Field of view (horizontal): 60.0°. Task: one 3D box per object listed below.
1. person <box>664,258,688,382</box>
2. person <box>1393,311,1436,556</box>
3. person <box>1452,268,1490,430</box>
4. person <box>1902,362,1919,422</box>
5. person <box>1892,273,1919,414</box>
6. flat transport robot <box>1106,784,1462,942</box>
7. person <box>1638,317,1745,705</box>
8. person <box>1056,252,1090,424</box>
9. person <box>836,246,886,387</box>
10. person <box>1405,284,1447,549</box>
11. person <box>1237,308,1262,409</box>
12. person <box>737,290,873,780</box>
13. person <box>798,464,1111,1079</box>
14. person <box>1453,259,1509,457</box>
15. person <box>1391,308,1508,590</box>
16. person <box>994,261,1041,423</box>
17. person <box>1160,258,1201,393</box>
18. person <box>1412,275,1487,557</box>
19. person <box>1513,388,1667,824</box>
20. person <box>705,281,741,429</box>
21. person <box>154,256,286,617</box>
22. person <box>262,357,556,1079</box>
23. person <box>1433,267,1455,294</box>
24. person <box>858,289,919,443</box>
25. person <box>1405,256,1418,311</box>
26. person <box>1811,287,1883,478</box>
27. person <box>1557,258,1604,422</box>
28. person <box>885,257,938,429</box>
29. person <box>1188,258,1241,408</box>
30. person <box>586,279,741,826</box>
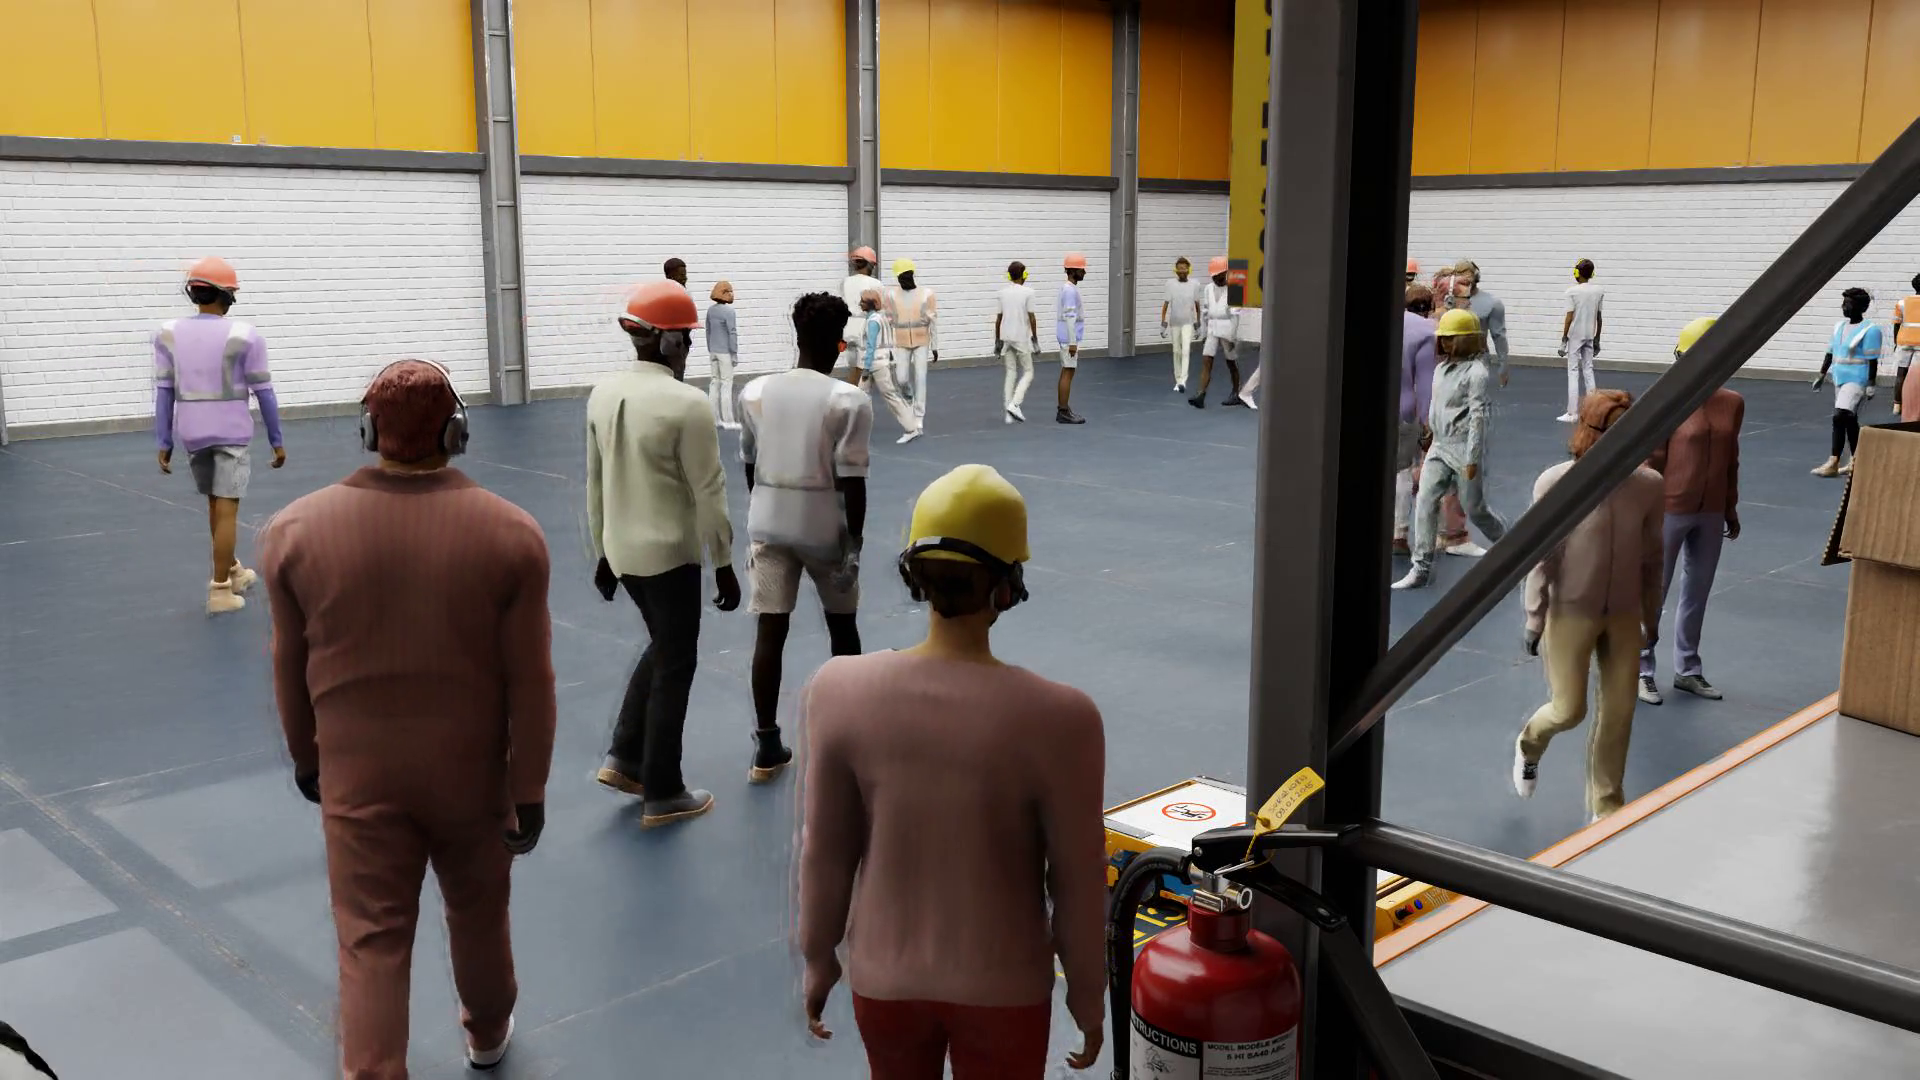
[{"bbox_3d":[-2.826,-1.796,16.298,0.385,1.911,0.589,0,10,2],"label":"person"},{"bbox_3d":[2.747,-0.796,10.817,0.641,1.916,0.621,2,11,13],"label":"person"},{"bbox_3d":[5.278,-2.038,17.975,0.950,1.781,0.615,-3,11,-14],"label":"person"},{"bbox_3d":[4.136,-0.117,6.904,0.626,1.992,0.387,-5,11,-25],"label":"person"},{"bbox_3d":[11.344,-2.322,19.743,0.321,1.696,0.537,-10,14,-42],"label":"person"},{"bbox_3d":[1.022,1.042,5.290,0.652,0.197,1.431,-10,14,-44],"label":"flat transport robot"},{"bbox_3d":[3.333,-0.128,7.592,0.533,1.767,0.312,-3,11,-15],"label":"person"},{"bbox_3d":[1.286,-2.294,18.937,0.375,1.935,0.551,0,10,-1],"label":"person"},{"bbox_3d":[-1.102,-2.268,18.609,0.616,2.010,0.538,8,13,36],"label":"person"},{"bbox_3d":[3.158,-0.870,11.525,0.643,1.811,0.732,-1,10,-7],"label":"person"},{"bbox_3d":[3.783,-2.492,20.233,0.871,1.868,0.629,5,12,26],"label":"person"},{"bbox_3d":[-0.604,-0.051,6.786,0.623,1.898,1.022,3,11,16],"label":"person"},{"bbox_3d":[-0.003,0.743,2.869,0.547,1.750,0.381,3,11,18],"label":"person"},{"bbox_3d":[4.548,-1.542,14.877,0.729,1.916,0.448,4,11,21],"label":"person"},{"bbox_3d":[3.056,-0.546,10.050,0.844,1.709,0.492,-4,11,-21],"label":"person"},{"bbox_3d":[0.633,-2.246,18.931,0.529,1.842,0.402,7,13,35],"label":"person"},{"bbox_3d":[2.994,-2.901,22.571,0.510,1.819,0.996,3,11,16],"label":"person"},{"bbox_3d":[3.162,-0.832,11.134,0.823,1.878,0.658,4,11,19],"label":"person"},{"bbox_3d":[2.209,0.258,5.879,0.540,1.611,0.511,-2,11,-10],"label":"person"},{"bbox_3d":[-2.622,-2.044,18.401,0.279,1.633,0.502,-10,14,-42],"label":"person"},{"bbox_3d":[-4.195,-0.608,9.550,0.633,2.004,0.921,0,10,2],"label":"person"},{"bbox_3d":[-1.261,0.508,3.869,0.636,1.867,0.985,-2,11,-13],"label":"person"},{"bbox_3d":[4.701,-1.782,16.445,0.592,1.828,0.658,7,12,33],"label":"person"},{"bbox_3d":[-0.835,-1.767,17.022,0.886,1.596,0.522,-2,10,-8],"label":"person"},{"bbox_3d":[4.649,-1.974,17.249,0.550,1.921,0.733,-1,10,-7],"label":"person"},{"bbox_3d":[7.784,-1.380,14.685,0.716,1.673,0.549,-1,10,-5],"label":"person"},{"bbox_3d":[7.102,-2.277,19.046,0.535,1.864,0.309,-3,11,-15],"label":"person"},{"bbox_3d":[-0.525,-2.189,18.478,0.614,1.894,0.583,1,10,6],"label":"person"},{"bbox_3d":[3.203,-2.561,20.624,0.612,1.847,1.043,8,13,39],"label":"person"},{"bbox_3d":[-1.072,0.052,6.045,0.627,1.978,0.439,10,14,44],"label":"person"}]
